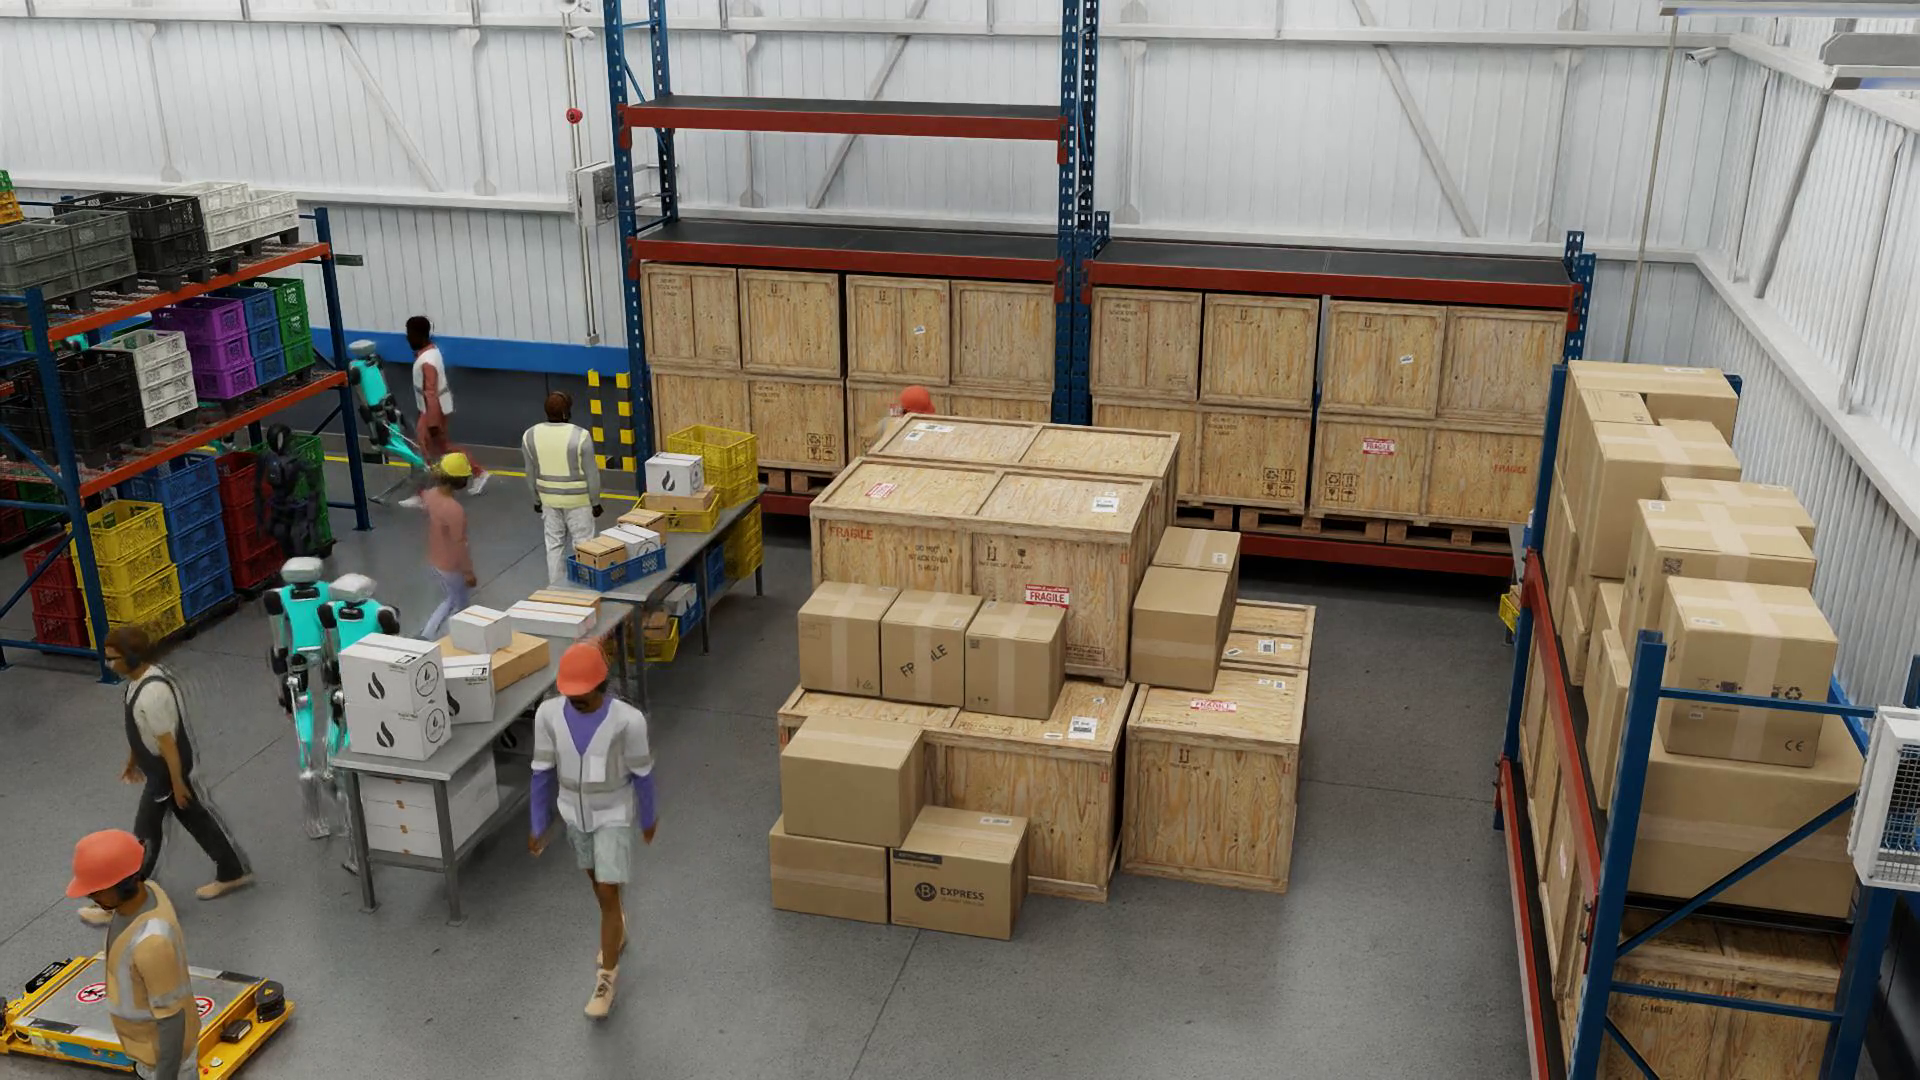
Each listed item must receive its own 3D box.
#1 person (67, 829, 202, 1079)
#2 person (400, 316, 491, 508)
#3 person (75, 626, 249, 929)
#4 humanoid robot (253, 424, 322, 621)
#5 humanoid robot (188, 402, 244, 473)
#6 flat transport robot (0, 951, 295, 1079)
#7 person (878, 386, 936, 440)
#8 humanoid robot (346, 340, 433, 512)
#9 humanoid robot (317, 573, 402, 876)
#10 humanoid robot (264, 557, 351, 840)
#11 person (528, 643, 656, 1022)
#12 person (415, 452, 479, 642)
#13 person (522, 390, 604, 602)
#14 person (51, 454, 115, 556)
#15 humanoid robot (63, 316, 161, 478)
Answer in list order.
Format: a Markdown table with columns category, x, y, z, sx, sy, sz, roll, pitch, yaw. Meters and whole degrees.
| category | x | y | z | sx | sy | sz | roll | pitch | yaw |
| --- | --- | --- | --- | --- | --- | --- | --- | --- | --- |
| person | -3.419 | 2.115 | 7.044 | 0.380 | 2.035 | 0.604 | -14 | 25 | -32 |
| person | -5.051 | -1.257 | 16.053 | 0.826 | 1.887 | 0.605 | -6 | 22 | -14 |
| person | -4.631 | 1.327 | 9.432 | 0.928 | 1.797 | 0.508 | -10 | 23 | -23 |
| humanoid robot | -5.477 | -0.146 | 13.503 | 0.600 | 1.624 | 0.753 | 4 | 21 | 11 |
| humanoid robot | -6.935 | -1.014 | 15.731 | 0.546 | 1.853 | 0.740 | 9 | 23 | 22 |
| flat transport robot | -4.270 | 2.464 | 8.601 | 1.431 | 0.231 | 0.659 | 5 | 22 | 13 |
| person | -0.448 | -0.414 | 13.877 | 0.551 | 1.867 | 0.859 | 11 | 24 | 27 |
| humanoid robot | -5.248 | -1.021 | 15.646 | 0.962 | 1.719 | 0.574 | 4 | 21 | 9 |
| humanoid robot | -3.691 | 1.177 | 10.000 | 0.533 | 1.844 | 0.841 | 5 | 22 | 13 |
| humanoid robot | -3.985 | 1.035 | 10.276 | 0.530 | 1.757 | 0.801 | -3 | 21 | -9 |
| person | -1.957 | 1.500 | 8.695 | 0.609 | 2.008 | 0.944 | 5 | 22 | 14 |
| person | -3.830 | 0.183 | 12.498 | 0.493 | 1.735 | 0.556 | -17 | 27 | -37 |
| person | -3.238 | -0.332 | 13.712 | 0.619 | 1.845 | 0.431 | 4 | 21 | 11 |
| person | -7.442 | -0.476 | 14.072 | 0.512 | 1.863 | 0.317 | 4 | 21 | 9 |
| humanoid robot | -8.443 | -1.389 | 16.615 | 1.014 | 1.723 | 0.538 | -4 | 21 | -10 |
